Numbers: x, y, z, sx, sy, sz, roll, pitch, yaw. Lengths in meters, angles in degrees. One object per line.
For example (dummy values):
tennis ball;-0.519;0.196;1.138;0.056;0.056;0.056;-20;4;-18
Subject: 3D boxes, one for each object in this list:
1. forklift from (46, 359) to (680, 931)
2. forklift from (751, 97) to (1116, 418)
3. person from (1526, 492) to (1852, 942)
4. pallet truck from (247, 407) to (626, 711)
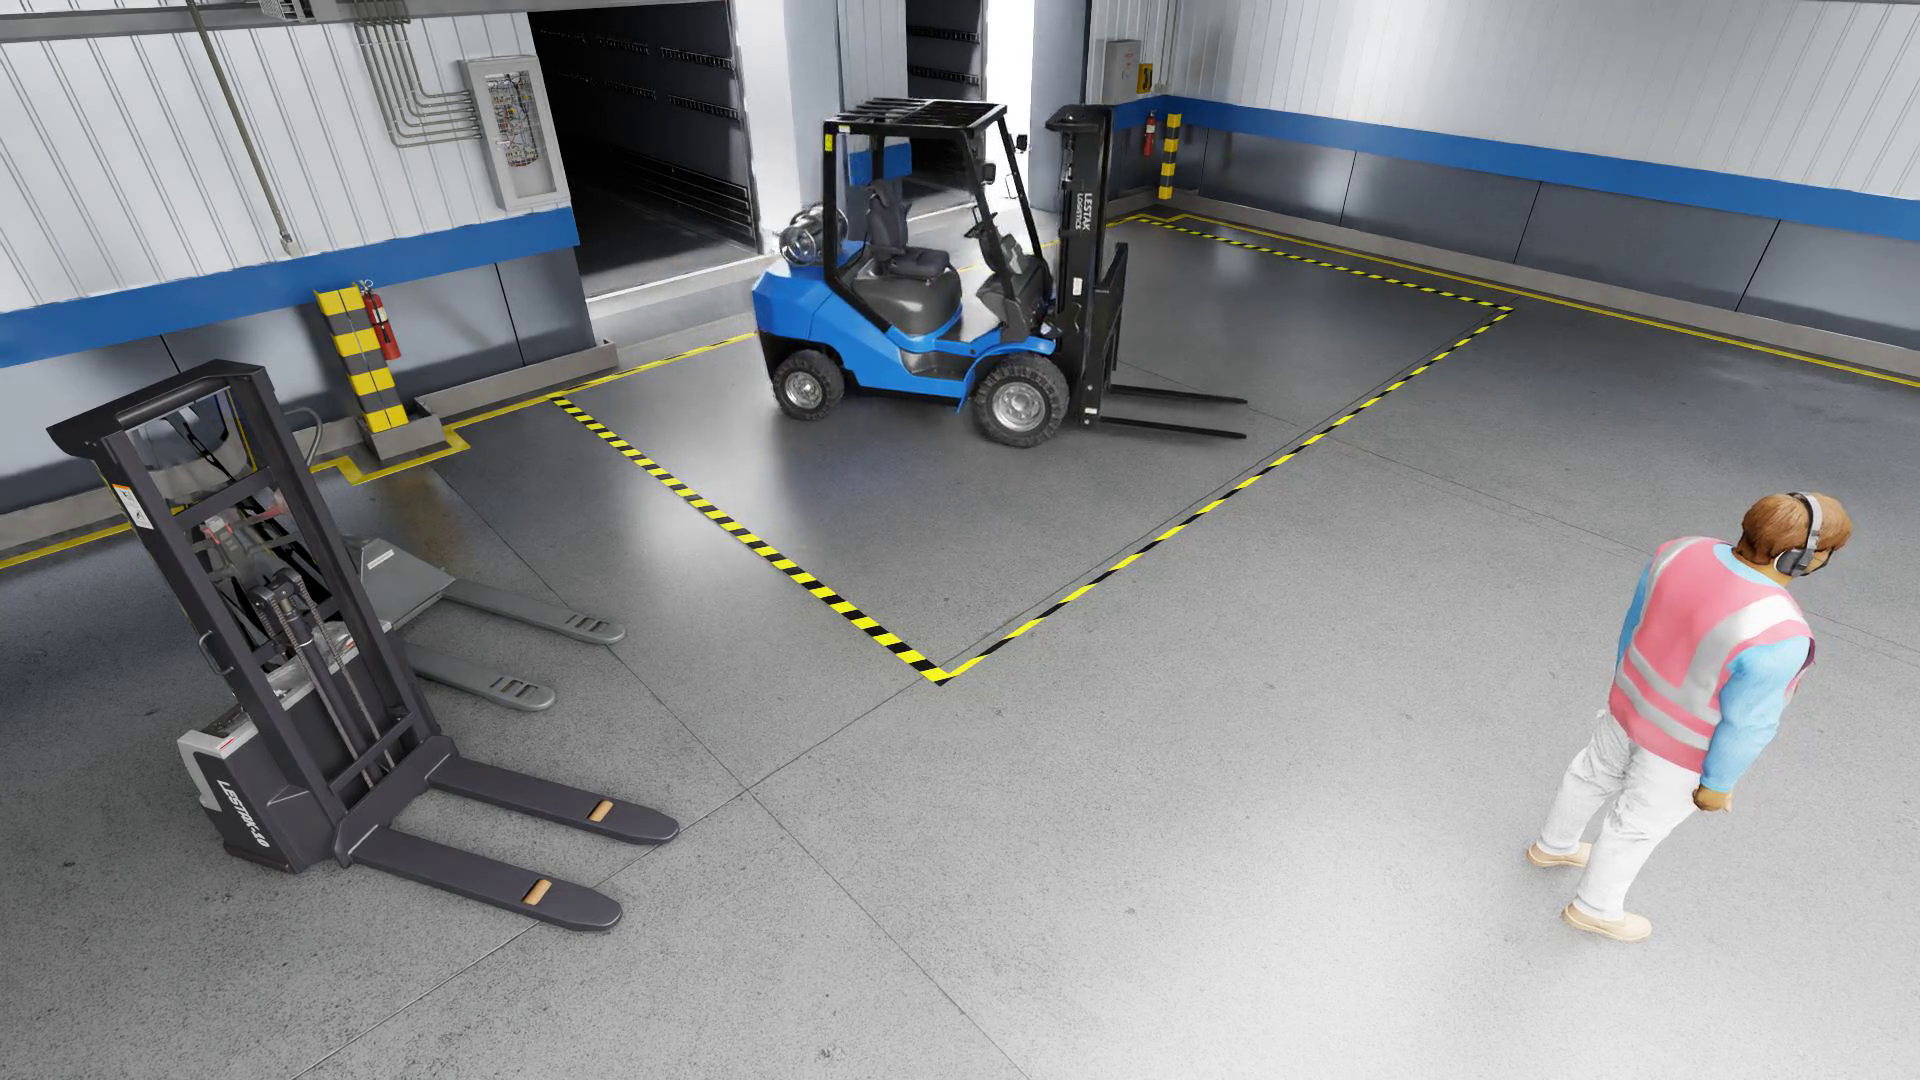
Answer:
forklift;-2.135;0.422;3.354;1.885;1.965;0.823;10;35;14
forklift;-0.177;-2.100;6.743;2.680;2.036;1.157;9;35;13
person;2.477;0.639;3.172;0.431;1.845;0.619;2;34;3
pallet truck;-2.628;0.038;4.590;1.601;1.201;0.680;12;36;18
